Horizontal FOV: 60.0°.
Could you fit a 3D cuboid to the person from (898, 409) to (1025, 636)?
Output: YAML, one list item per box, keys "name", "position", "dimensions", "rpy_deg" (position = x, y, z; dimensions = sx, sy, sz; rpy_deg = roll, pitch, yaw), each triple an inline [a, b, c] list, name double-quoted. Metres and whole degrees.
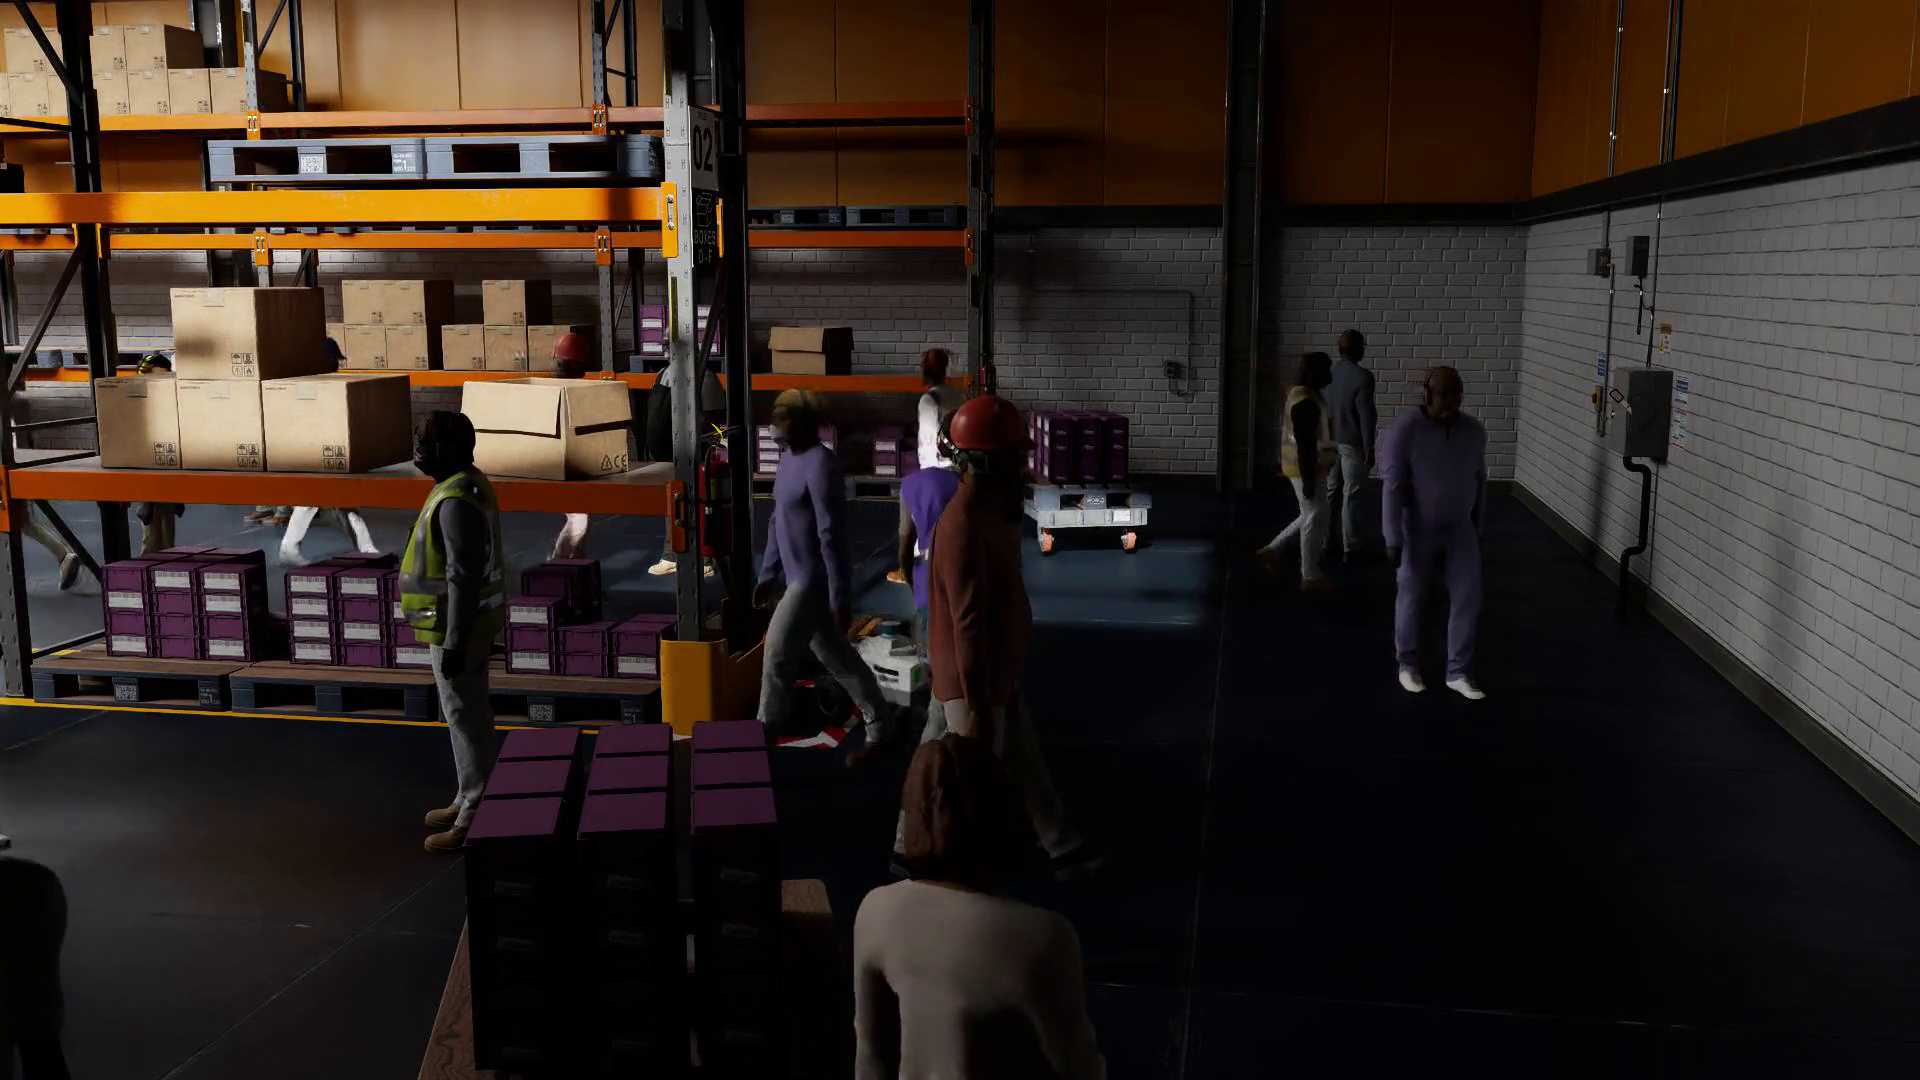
- name: "person"
  position: [0.006, 0.315, 7.505]
  dimensions: [0.572, 1.785, 0.733]
  rpy_deg: [1, 9, 8]

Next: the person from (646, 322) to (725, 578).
- name: "person"
  position: [-2.206, -0.709, 13.083]
  dimensions: [0.682, 2.000, 0.537]
  rpy_deg: [7, 11, 37]

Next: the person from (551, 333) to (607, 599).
- name: "person"
  position: [-2.782, -0.511, 12.066]
  dimensions: [0.442, 1.970, 0.716]
  rpy_deg: [4, 10, 25]

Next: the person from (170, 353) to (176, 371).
- name: "person"
  position: [-8.361, -1.455, 18.249]
  dimensions: [0.635, 1.875, 0.598]
  rpy_deg: [6, 11, 32]

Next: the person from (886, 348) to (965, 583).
- name: "person"
  position: [-0.089, -0.543, 12.703]
  dimensions: [0.960, 1.848, 0.564]
  rpy_deg: [6, 11, 34]

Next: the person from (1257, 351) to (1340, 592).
- name: "person"
  position: [2.590, -0.514, 12.537]
  dimensions: [0.541, 1.823, 0.642]
  rpy_deg: [2, 9, 12]

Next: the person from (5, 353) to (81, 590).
- name: "person"
  position: [-7.007, -0.490, 12.356]
  dimensions: [0.764, 1.845, 0.514]
  rpy_deg: [2, 9, 10]

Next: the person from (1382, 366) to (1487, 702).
- name: "person"
  position: [2.710, -0.026, 9.345]
  dimensions: [0.674, 1.880, 0.739]
  rpy_deg: [-2, 9, -11]

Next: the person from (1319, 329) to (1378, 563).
- name: "person"
  position: [3.230, -0.781, 13.843]
  dimensions: [0.368, 1.940, 0.632]
  rpy_deg: [-5, 11, -30]

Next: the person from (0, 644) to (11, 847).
- name: "person"
  position: [-4.175, 0.366, 6.761]
  dimensions: [0.386, 1.926, 0.591]
  rpy_deg: [3, 10, 21]

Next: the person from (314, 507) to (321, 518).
- name: "person"
  position: [-6.399, -1.175, 16.431]
  dimensions: [0.555, 1.897, 0.849]
  rpy_deg: [1, 9, 5]

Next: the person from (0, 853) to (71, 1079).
- name: "person"
  position: [-1.541, 1.097, 2.431]
  dimensions: [0.517, 1.865, 0.328]
  rpy_deg: [-6, 11, -31]

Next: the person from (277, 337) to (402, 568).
- name: "person"
  position: [-5.099, -0.689, 13.417]
  dimensions: [1.003, 1.900, 0.601]
  rpy_deg: [-2, 9, -10]

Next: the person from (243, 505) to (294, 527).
- name: "person"
  position: [-6.631, -1.060, 15.677]
  dimensions: [0.690, 1.912, 0.624]
  rpy_deg: [0, 9, -3]

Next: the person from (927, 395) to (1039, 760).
- name: "person"
  position: [0.077, 0.496, 5.744]
  dimensions: [0.380, 1.994, 0.622]
  rpy_deg: [0, 9, 3]

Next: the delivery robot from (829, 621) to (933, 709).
- name: "delivery robot"
  position: [-0.361, 0.674, 8.808]
  dimensions: [0.707, 0.478, 0.477]
  rpy_deg: [8, 12, 41]

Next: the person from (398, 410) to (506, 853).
- name: "person"
  position: [-2.121, 0.374, 6.983]
  dimensions: [0.429, 1.843, 0.633]
  rpy_deg: [-2, 9, -15]

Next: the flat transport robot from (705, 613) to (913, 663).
- name: "flat transport robot"
  position: [-1.054, 0.611, 10.368]
  dimensions: [1.431, 0.197, 0.652]
  rpy_deg: [2, 9, 10]

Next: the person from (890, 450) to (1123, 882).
- name: "person"
  position: [0.143, 0.488, 6.473]
  dimensions: [0.946, 1.769, 0.623]
  rpy_deg: [3, 10, 17]

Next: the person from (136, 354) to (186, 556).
- name: "person"
  position: [-5.345, -0.303, 11.111]
  dimensions: [0.317, 1.865, 0.523]
  rpy_deg: [0, 9, -1]

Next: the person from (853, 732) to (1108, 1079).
- name: "person"
  position: [-0.023, 1.143, 2.958]
  dimensions: [0.795, 1.592, 0.515]
  rpy_deg: [-8, 12, -42]

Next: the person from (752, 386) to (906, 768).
- name: "person"
  position: [-0.705, 0.213, 7.881]
  dimensions: [1.028, 1.892, 0.640]
  rpy_deg: [-3, 10, -16]
